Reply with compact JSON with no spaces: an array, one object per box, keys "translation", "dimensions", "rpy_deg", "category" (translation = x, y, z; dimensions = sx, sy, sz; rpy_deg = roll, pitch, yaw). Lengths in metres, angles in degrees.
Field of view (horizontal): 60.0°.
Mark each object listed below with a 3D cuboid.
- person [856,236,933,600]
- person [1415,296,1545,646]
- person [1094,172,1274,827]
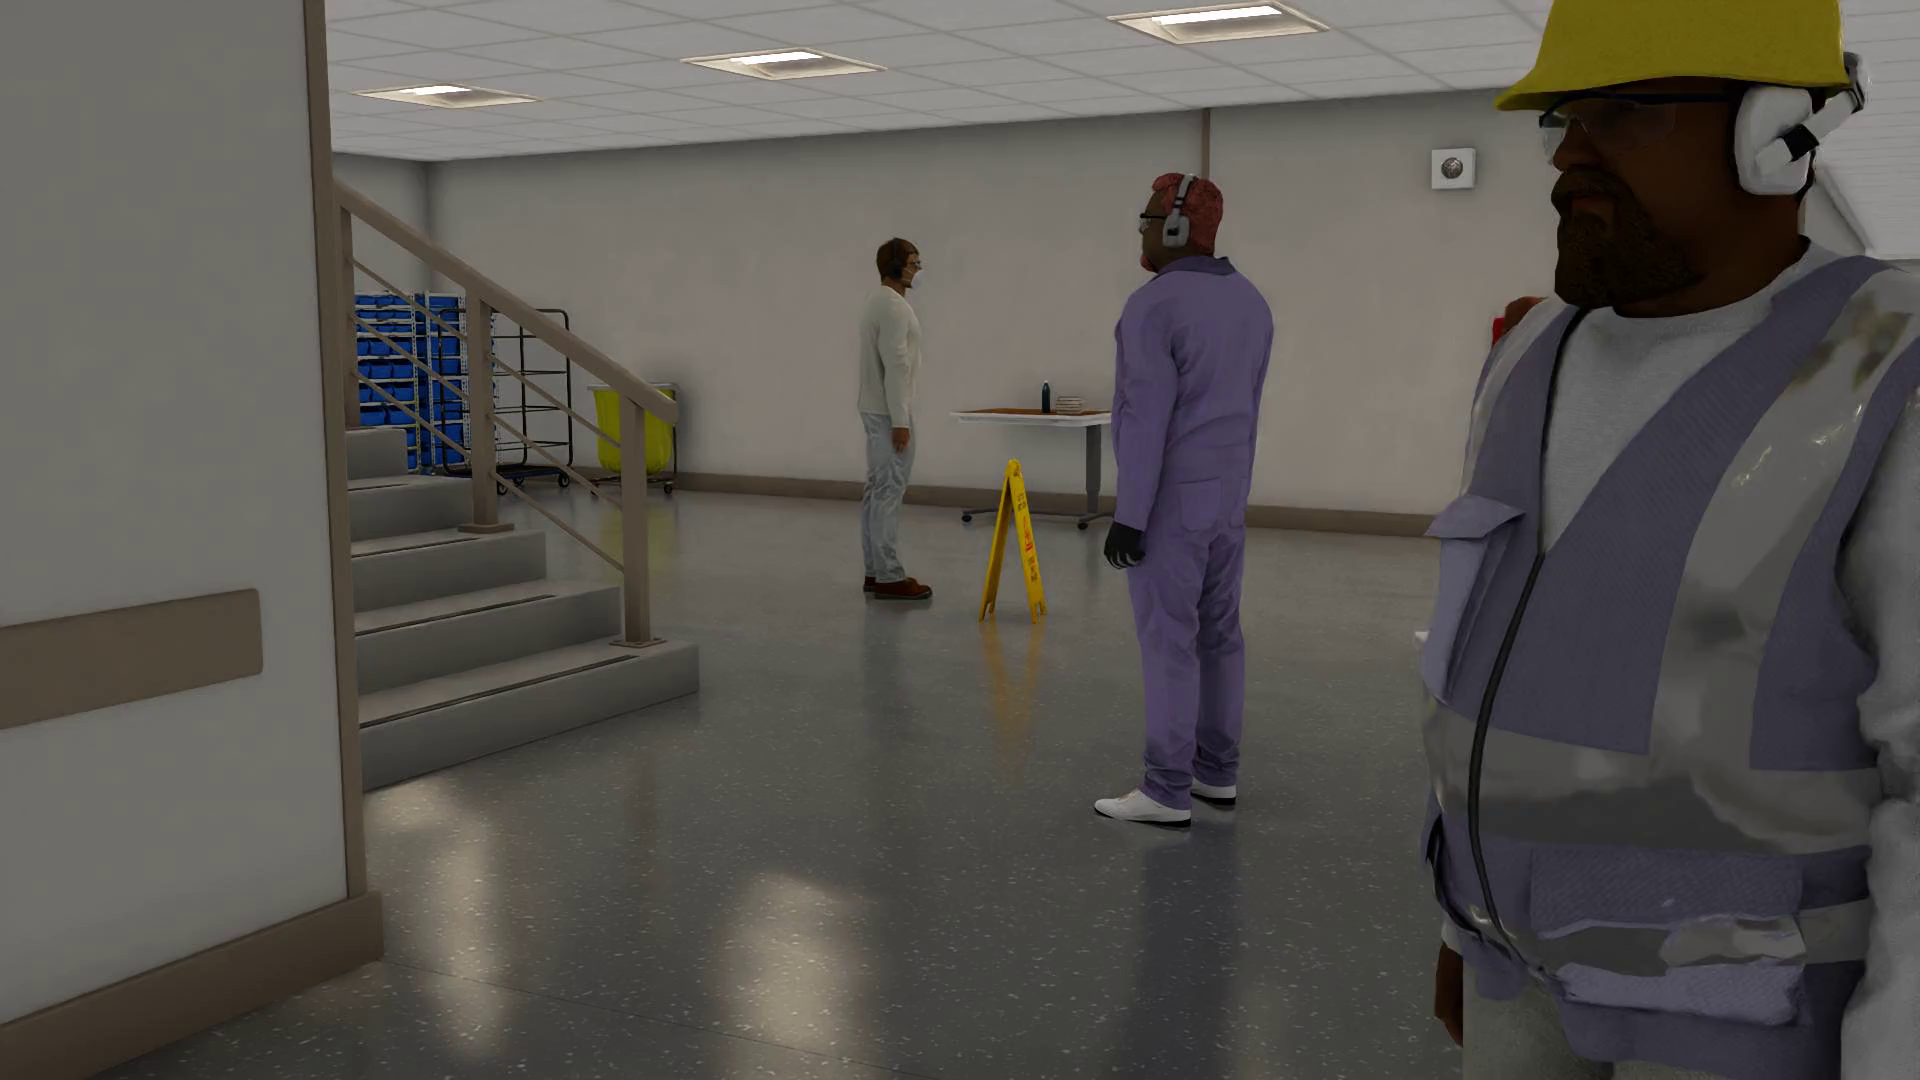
[{"translation":[-0.369,-0.652,8.962],"dimensions":[0.375,1.939,0.628],"rpy_deg":[-2,8,-11],"category":"person"},{"translation":[2.403,-0.233,7.059],"dimensions":[0.517,1.585,0.881],"rpy_deg":[-7,10,-43],"category":"person"},{"translation":[0.645,-0.116,4.945],"dimensions":[0.407,1.913,0.641],"rpy_deg":[6,10,40],"category":"person"}]
